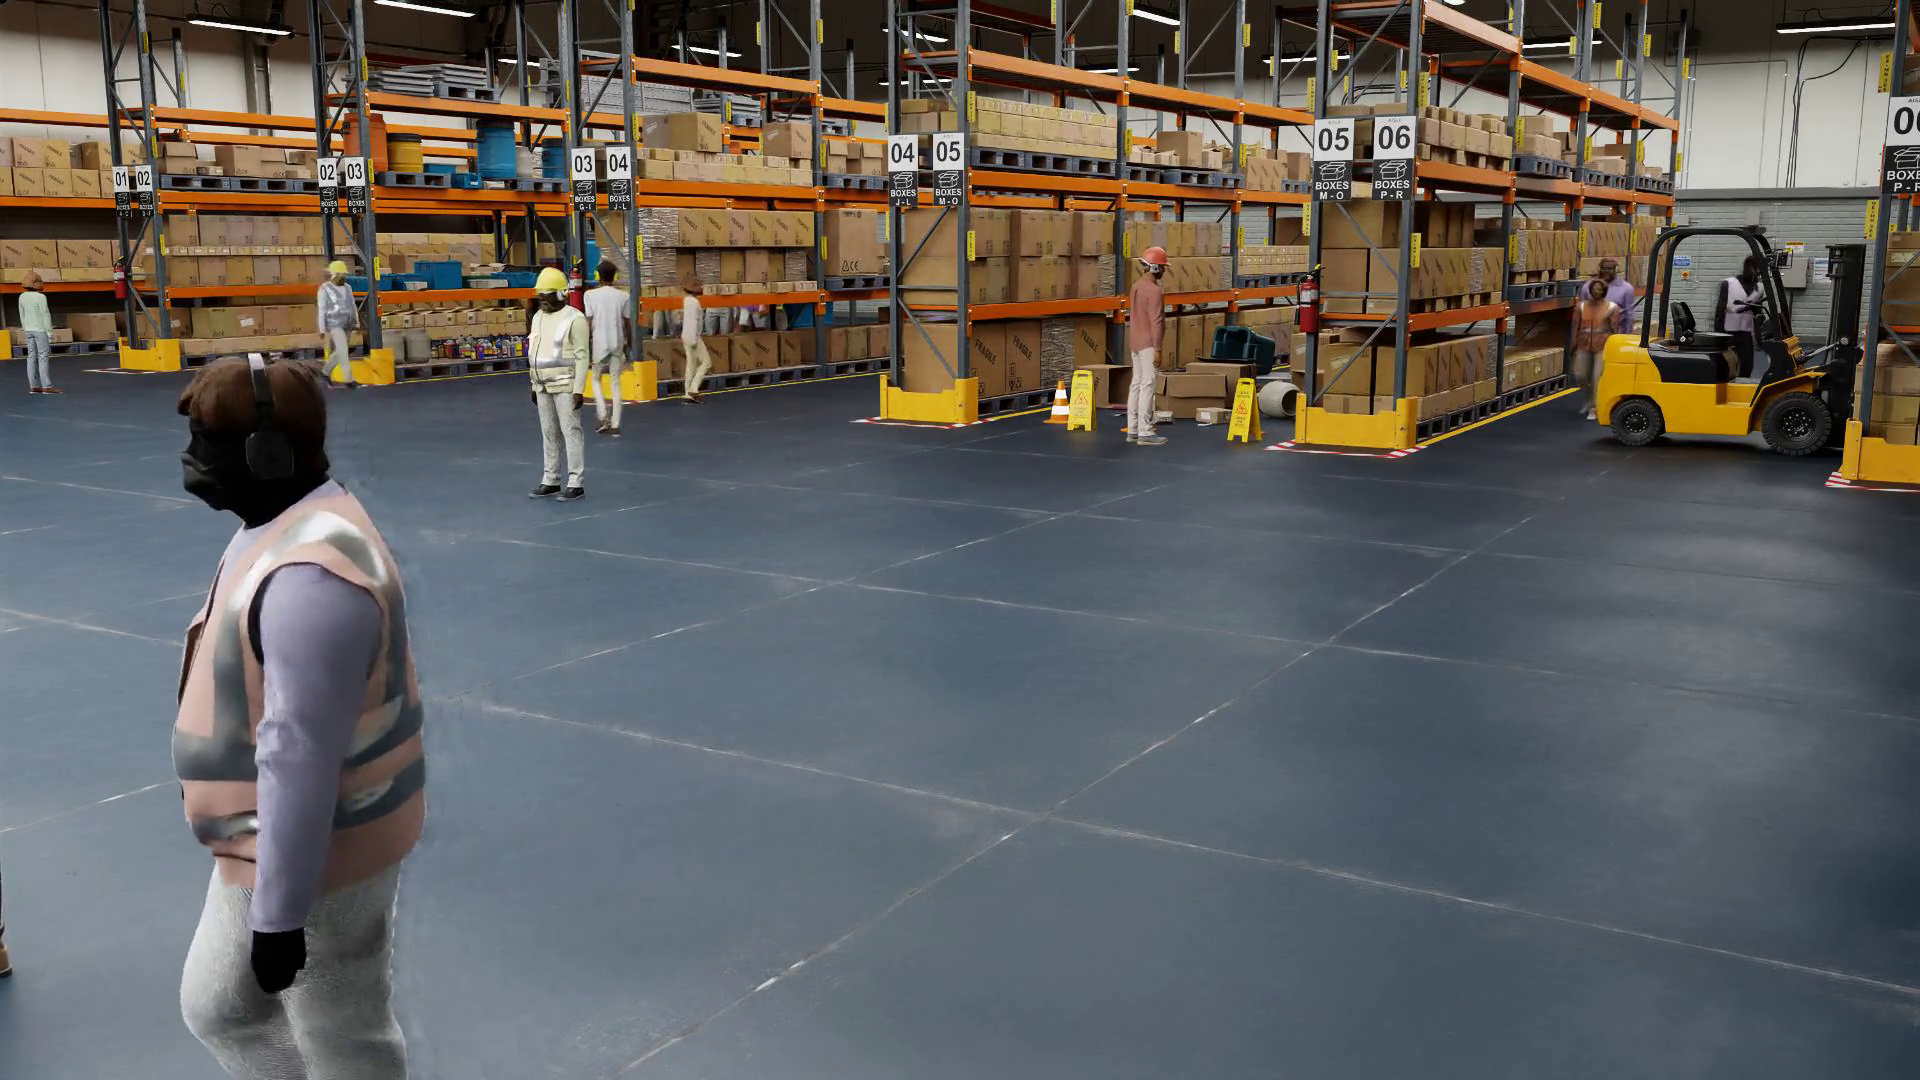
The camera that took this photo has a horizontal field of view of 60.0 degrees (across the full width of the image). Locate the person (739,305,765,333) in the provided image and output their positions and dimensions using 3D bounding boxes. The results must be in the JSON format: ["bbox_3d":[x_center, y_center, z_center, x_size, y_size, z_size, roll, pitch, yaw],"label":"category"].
[{"bbox_3d":[-3.520,-3.966,28.304,0.550,1.905,0.938,4,11,20],"label":"person"}]

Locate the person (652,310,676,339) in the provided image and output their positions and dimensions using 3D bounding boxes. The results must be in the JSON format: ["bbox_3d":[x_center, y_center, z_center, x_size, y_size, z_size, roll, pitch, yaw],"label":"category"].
[{"bbox_3d":[-5.942,-4.698,33.260,0.530,1.591,0.854,4,11,19],"label":"person"}]

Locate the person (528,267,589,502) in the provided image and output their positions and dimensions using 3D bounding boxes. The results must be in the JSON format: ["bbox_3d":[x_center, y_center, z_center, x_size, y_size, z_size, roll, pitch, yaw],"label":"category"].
[{"bbox_3d":[-3.180,-1.220,13.105,0.589,1.834,0.403,7,12,34],"label":"person"}]

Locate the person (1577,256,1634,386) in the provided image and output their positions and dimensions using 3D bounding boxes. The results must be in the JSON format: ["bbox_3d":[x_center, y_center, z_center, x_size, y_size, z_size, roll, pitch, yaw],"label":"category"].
[{"bbox_3d":[7.868,-2.530,20.333,0.650,1.878,0.890,6,12,32],"label":"person"}]

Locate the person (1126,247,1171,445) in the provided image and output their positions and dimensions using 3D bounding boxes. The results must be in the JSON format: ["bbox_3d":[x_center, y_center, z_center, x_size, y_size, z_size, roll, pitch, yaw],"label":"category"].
[{"bbox_3d":[1.911,-1.950,16.771,0.400,1.987,0.614,-3,11,-18],"label":"person"}]

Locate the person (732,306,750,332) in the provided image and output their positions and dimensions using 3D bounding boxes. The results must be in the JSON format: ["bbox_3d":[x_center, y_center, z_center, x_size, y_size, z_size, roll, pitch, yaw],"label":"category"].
[{"bbox_3d":[-3.909,-4.040,29.266,0.582,1.700,0.947,5,11,26],"label":"person"}]

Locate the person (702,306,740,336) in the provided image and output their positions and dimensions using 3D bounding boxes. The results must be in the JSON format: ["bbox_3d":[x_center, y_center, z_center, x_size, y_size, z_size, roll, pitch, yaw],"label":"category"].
[{"bbox_3d":[-3.650,-3.450,25.324,0.628,1.932,0.365,1,10,3],"label":"person"}]

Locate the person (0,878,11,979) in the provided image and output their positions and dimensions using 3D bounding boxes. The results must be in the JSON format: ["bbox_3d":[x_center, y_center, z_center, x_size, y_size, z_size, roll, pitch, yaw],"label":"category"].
[{"bbox_3d":[-2.732,0.419,4.333,0.321,1.688,0.529,-3,11,-16],"label":"person"}]

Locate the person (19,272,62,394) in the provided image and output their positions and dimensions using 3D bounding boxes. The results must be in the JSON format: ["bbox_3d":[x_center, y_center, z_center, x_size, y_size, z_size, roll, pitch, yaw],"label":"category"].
[{"bbox_3d":[-12.432,-2.784,22.427,0.500,1.633,0.280,4,11,21],"label":"person"}]

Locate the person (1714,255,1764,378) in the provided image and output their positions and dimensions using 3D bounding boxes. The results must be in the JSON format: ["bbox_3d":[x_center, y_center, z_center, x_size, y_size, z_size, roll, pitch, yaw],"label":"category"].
[{"bbox_3d":[9.257,-2.440,19.820,0.672,1.883,0.390,-2,10,-11],"label":"person"}]

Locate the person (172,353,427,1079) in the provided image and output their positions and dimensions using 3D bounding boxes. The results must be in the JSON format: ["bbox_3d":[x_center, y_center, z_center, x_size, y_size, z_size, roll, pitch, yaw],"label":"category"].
[{"bbox_3d":[-1.238,0.571,3.082,0.482,1.826,0.659,-5,11,-26],"label":"person"}]

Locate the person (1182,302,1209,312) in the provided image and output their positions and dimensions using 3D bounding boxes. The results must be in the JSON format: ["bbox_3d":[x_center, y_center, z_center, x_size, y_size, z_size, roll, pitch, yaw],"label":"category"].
[{"bbox_3d":[4.402,-4.336,31.132,0.516,1.628,0.383,1,10,3],"label":"person"}]

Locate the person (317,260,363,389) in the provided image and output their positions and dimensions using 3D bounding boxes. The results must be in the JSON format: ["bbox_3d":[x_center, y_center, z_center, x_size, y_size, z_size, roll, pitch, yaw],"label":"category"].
[{"bbox_3d":[-8.752,-3.031,23.370,0.898,1.791,0.592,4,11,20],"label":"person"}]

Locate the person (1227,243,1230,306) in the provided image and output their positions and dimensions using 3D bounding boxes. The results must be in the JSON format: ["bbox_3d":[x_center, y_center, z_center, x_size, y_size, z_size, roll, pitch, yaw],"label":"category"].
[{"bbox_3d":[5.807,-5.332,35.548,0.371,2.044,0.608,4,11,22],"label":"person"}]

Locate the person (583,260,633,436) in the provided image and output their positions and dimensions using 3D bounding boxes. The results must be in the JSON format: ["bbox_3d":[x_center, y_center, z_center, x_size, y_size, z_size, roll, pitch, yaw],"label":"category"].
[{"bbox_3d":[-3.730,-2.023,17.558,0.554,1.848,0.599,-5,11,-24],"label":"person"}]

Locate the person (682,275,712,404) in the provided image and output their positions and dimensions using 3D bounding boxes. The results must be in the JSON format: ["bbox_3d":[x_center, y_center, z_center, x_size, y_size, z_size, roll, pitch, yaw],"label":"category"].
[{"bbox_3d":[-3.336,-2.512,20.940,0.374,1.618,0.498,-5,11,-25],"label":"person"}]

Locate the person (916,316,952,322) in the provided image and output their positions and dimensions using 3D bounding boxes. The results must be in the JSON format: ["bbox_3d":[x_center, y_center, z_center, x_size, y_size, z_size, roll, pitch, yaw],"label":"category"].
[{"bbox_3d":[-0.367,-3.134,23.704,0.990,1.882,0.605,-10,14,-43],"label":"person"}]

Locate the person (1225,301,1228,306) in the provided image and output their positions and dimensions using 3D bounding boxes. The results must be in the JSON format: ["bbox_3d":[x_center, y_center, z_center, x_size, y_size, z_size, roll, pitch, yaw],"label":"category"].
[{"bbox_3d":[6.010,-5.519,36.891,0.361,1.938,0.545,8,13,37],"label":"person"}]

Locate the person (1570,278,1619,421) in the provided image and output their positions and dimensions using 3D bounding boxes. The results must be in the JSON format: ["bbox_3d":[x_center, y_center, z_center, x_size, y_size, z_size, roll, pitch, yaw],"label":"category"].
[{"bbox_3d":[7.254,-2.181,19.042,0.539,1.624,0.358,7,12,35],"label":"person"}]
